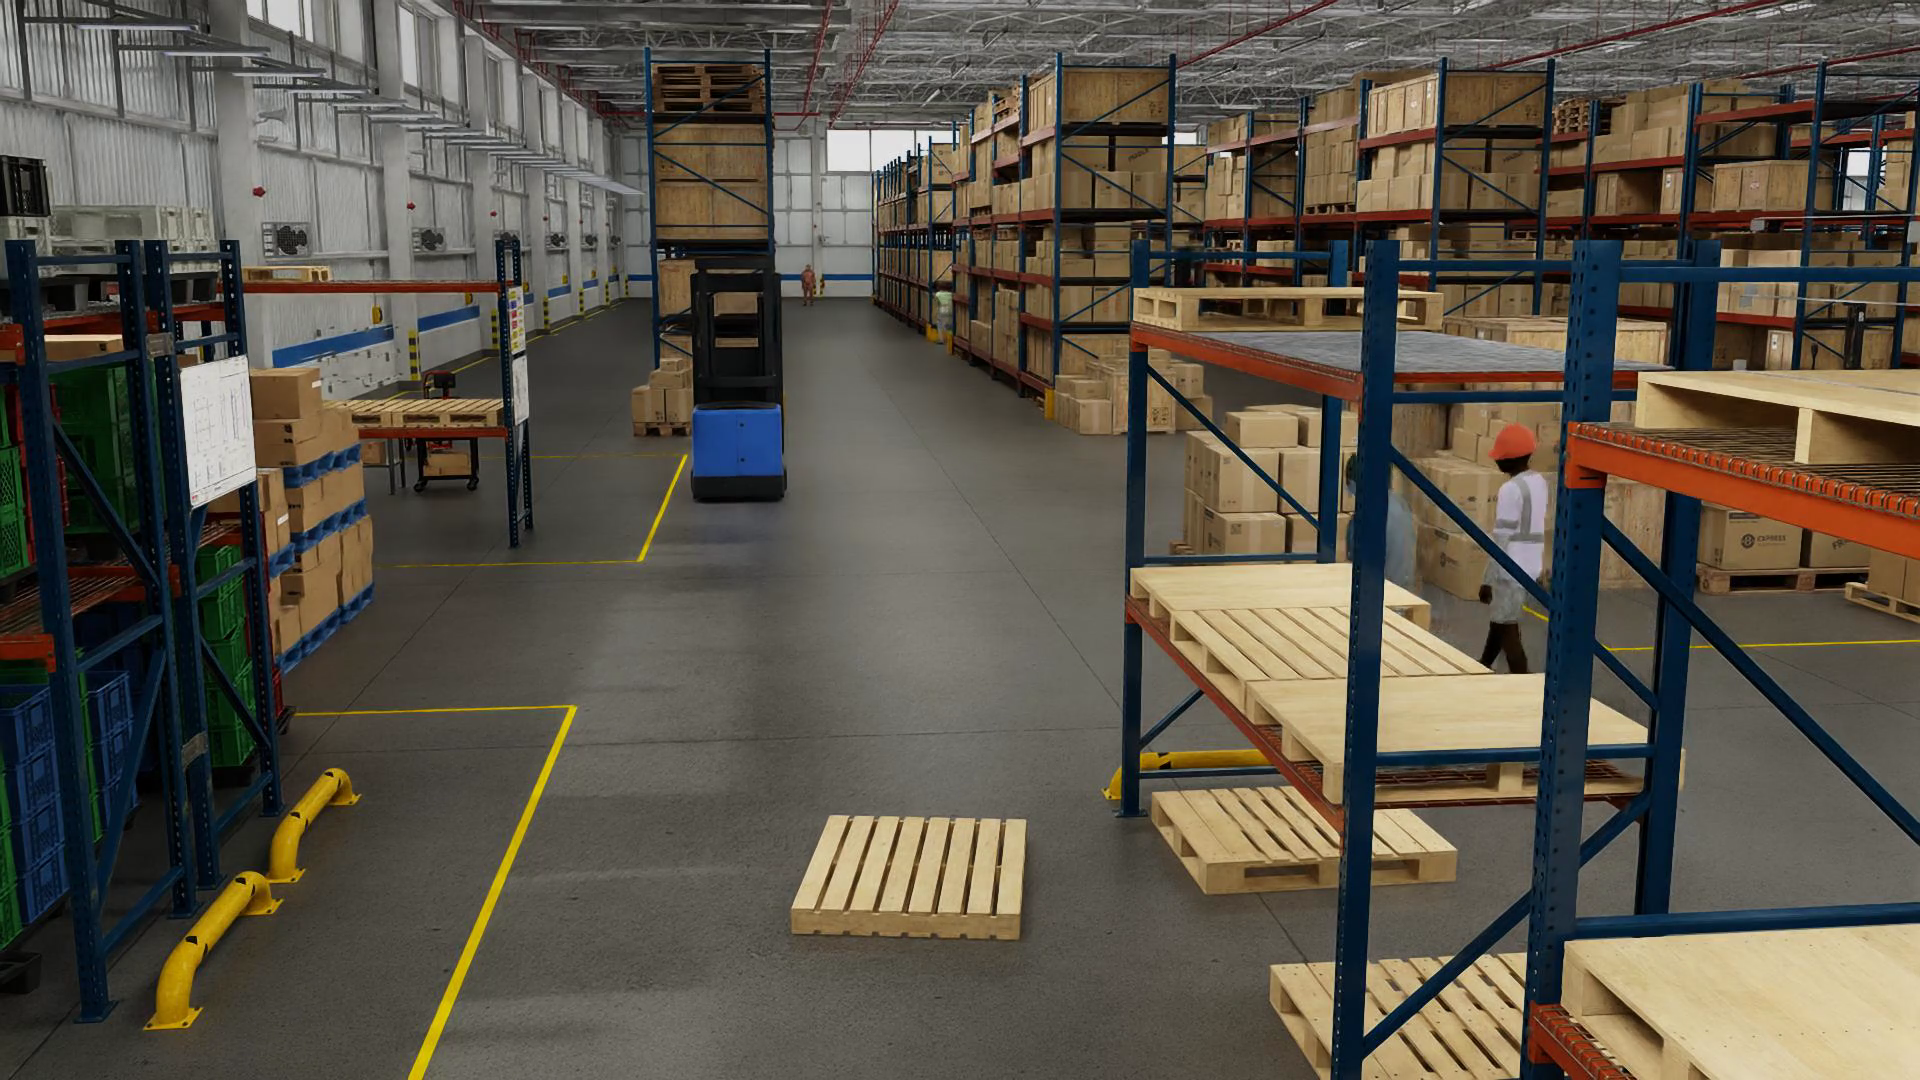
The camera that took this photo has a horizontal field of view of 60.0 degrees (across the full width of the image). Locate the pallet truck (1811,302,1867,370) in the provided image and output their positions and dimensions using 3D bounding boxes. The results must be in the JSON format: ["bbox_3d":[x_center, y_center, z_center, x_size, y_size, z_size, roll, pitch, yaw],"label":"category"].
[{"bbox_3d":[15.846,-3.142,28.793,1.885,1.965,0.823,2,10,12],"label":"pallet truck"}]

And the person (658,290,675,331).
[{"bbox_3d":[-8.582,-6.655,48.528,0.644,1.901,0.405,-6,12,-30],"label":"person"}]

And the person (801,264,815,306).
[{"bbox_3d":[-7.032,-11.802,77.033,0.642,1.906,0.410,0,10,0],"label":"person"}]

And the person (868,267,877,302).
[{"bbox_3d":[-4.127,-12.610,82.025,0.788,1.724,0.564,-1,10,-6],"label":"person"}]

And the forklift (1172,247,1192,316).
[{"bbox_3d":[6.354,-7.024,47.852,1.873,2.768,1.129,-1,10,-6],"label":"forklift"}]

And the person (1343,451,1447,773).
[{"bbox_3d":[2.401,0.398,9.520,0.951,1.891,0.635,5,11,24],"label":"person"}]

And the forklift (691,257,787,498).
[{"bbox_3d":[-2.670,-1.987,19.946,1.129,2.768,1.873,-1,10,-6],"label":"forklift"}]

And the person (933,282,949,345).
[{"bbox_3d":[-0.547,-6.593,48.379,0.451,1.827,0.591,10,14,43],"label":"person"}]

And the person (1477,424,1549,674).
[{"bbox_3d":[3.457,0.179,10.737,0.768,1.876,0.597,9,13,40],"label":"person"}]

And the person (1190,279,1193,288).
[{"bbox_3d":[6.475,-6.550,47.688,1.039,1.986,0.631,2,10,12],"label":"person"}]
